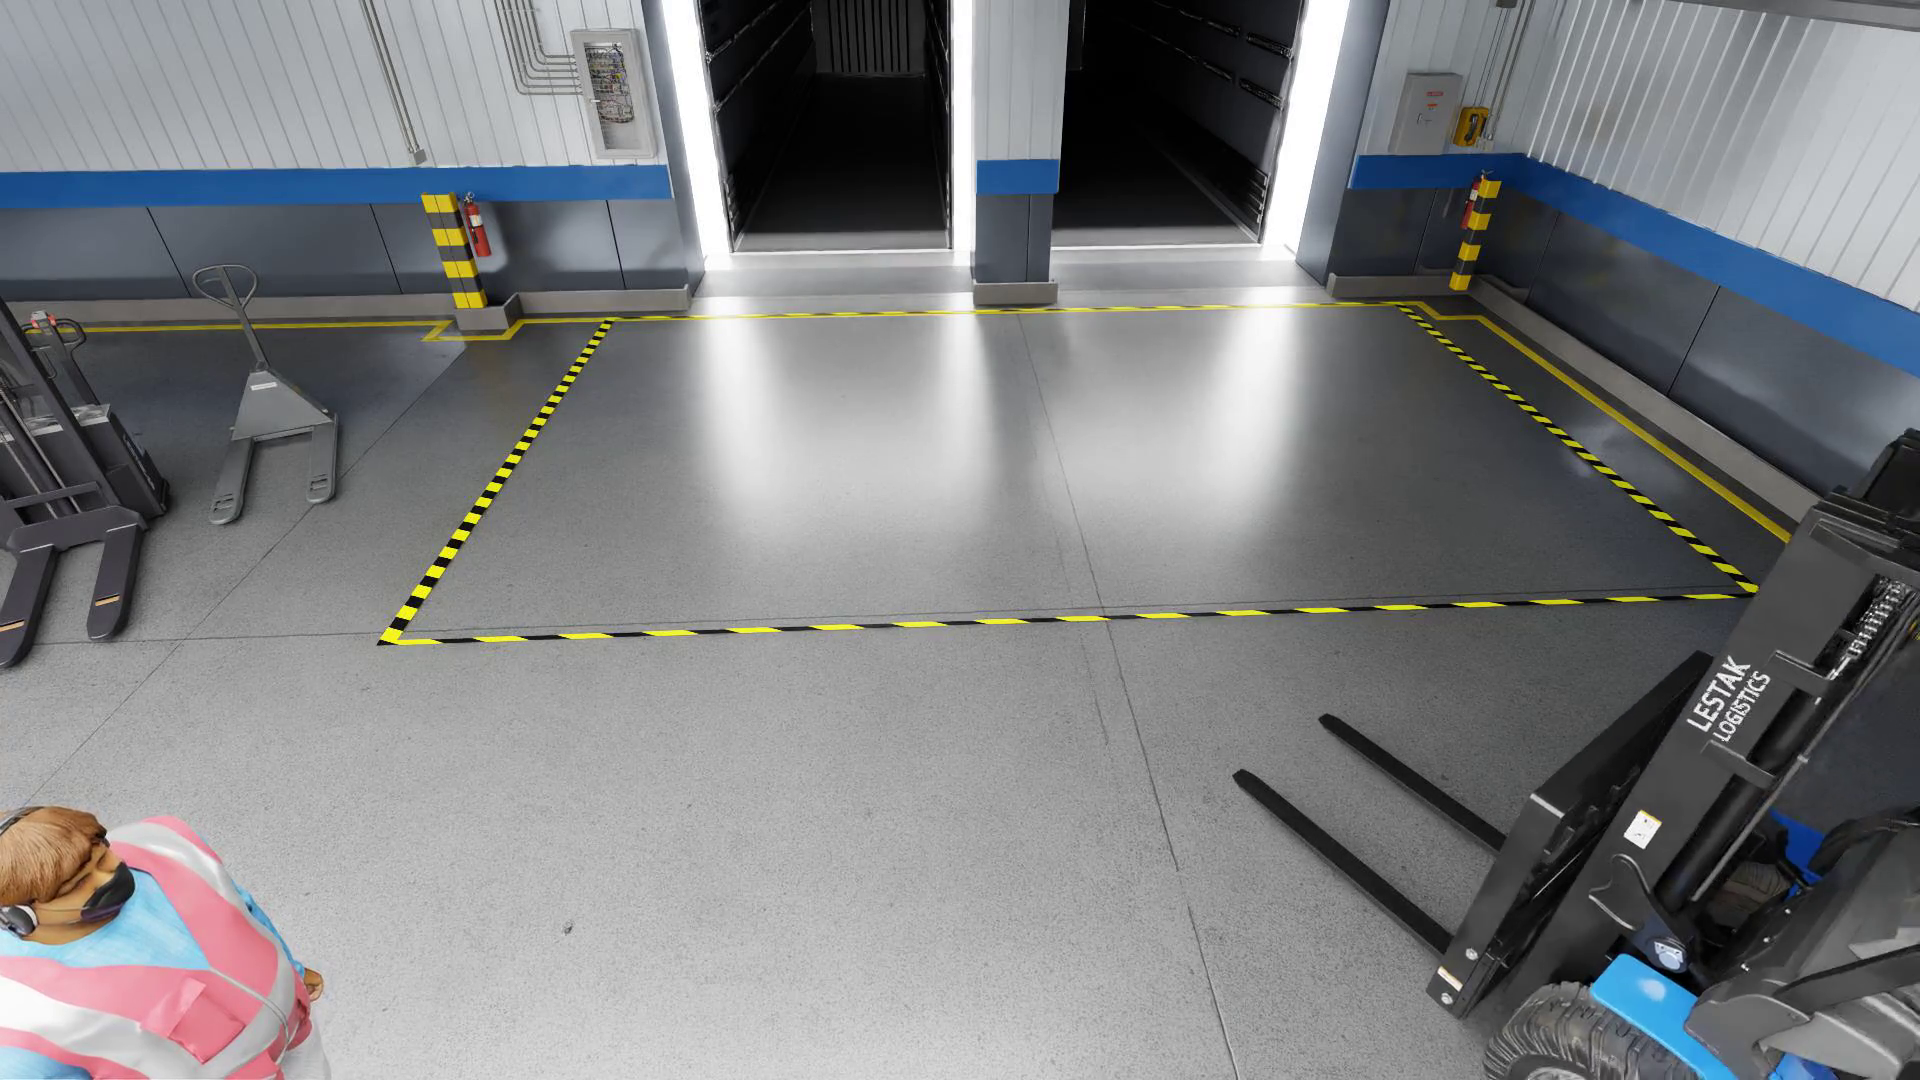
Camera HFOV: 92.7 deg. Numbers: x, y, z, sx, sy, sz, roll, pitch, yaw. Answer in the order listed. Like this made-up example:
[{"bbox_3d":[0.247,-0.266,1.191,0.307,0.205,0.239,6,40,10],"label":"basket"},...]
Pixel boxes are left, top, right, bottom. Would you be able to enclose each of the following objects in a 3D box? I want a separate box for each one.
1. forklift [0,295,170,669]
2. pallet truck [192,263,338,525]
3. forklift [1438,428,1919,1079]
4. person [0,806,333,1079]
[{"bbox_3d":[-5.212,-0.618,4.878,0.823,1.965,1.885,-20,39,-26],"label":"forklift"},{"bbox_3d":[-4.778,-1.027,6.128,0.680,1.201,1.601,-17,38,-23],"label":"pallet truck"},{"bbox_3d":[2.820,1.203,1.951,1.157,2.036,2.680,-22,40,-28],"label":"forklift"},{"bbox_3d":[-1.812,1.294,2.267,0.429,1.842,0.626,-2,35,-3],"label":"person"}]
